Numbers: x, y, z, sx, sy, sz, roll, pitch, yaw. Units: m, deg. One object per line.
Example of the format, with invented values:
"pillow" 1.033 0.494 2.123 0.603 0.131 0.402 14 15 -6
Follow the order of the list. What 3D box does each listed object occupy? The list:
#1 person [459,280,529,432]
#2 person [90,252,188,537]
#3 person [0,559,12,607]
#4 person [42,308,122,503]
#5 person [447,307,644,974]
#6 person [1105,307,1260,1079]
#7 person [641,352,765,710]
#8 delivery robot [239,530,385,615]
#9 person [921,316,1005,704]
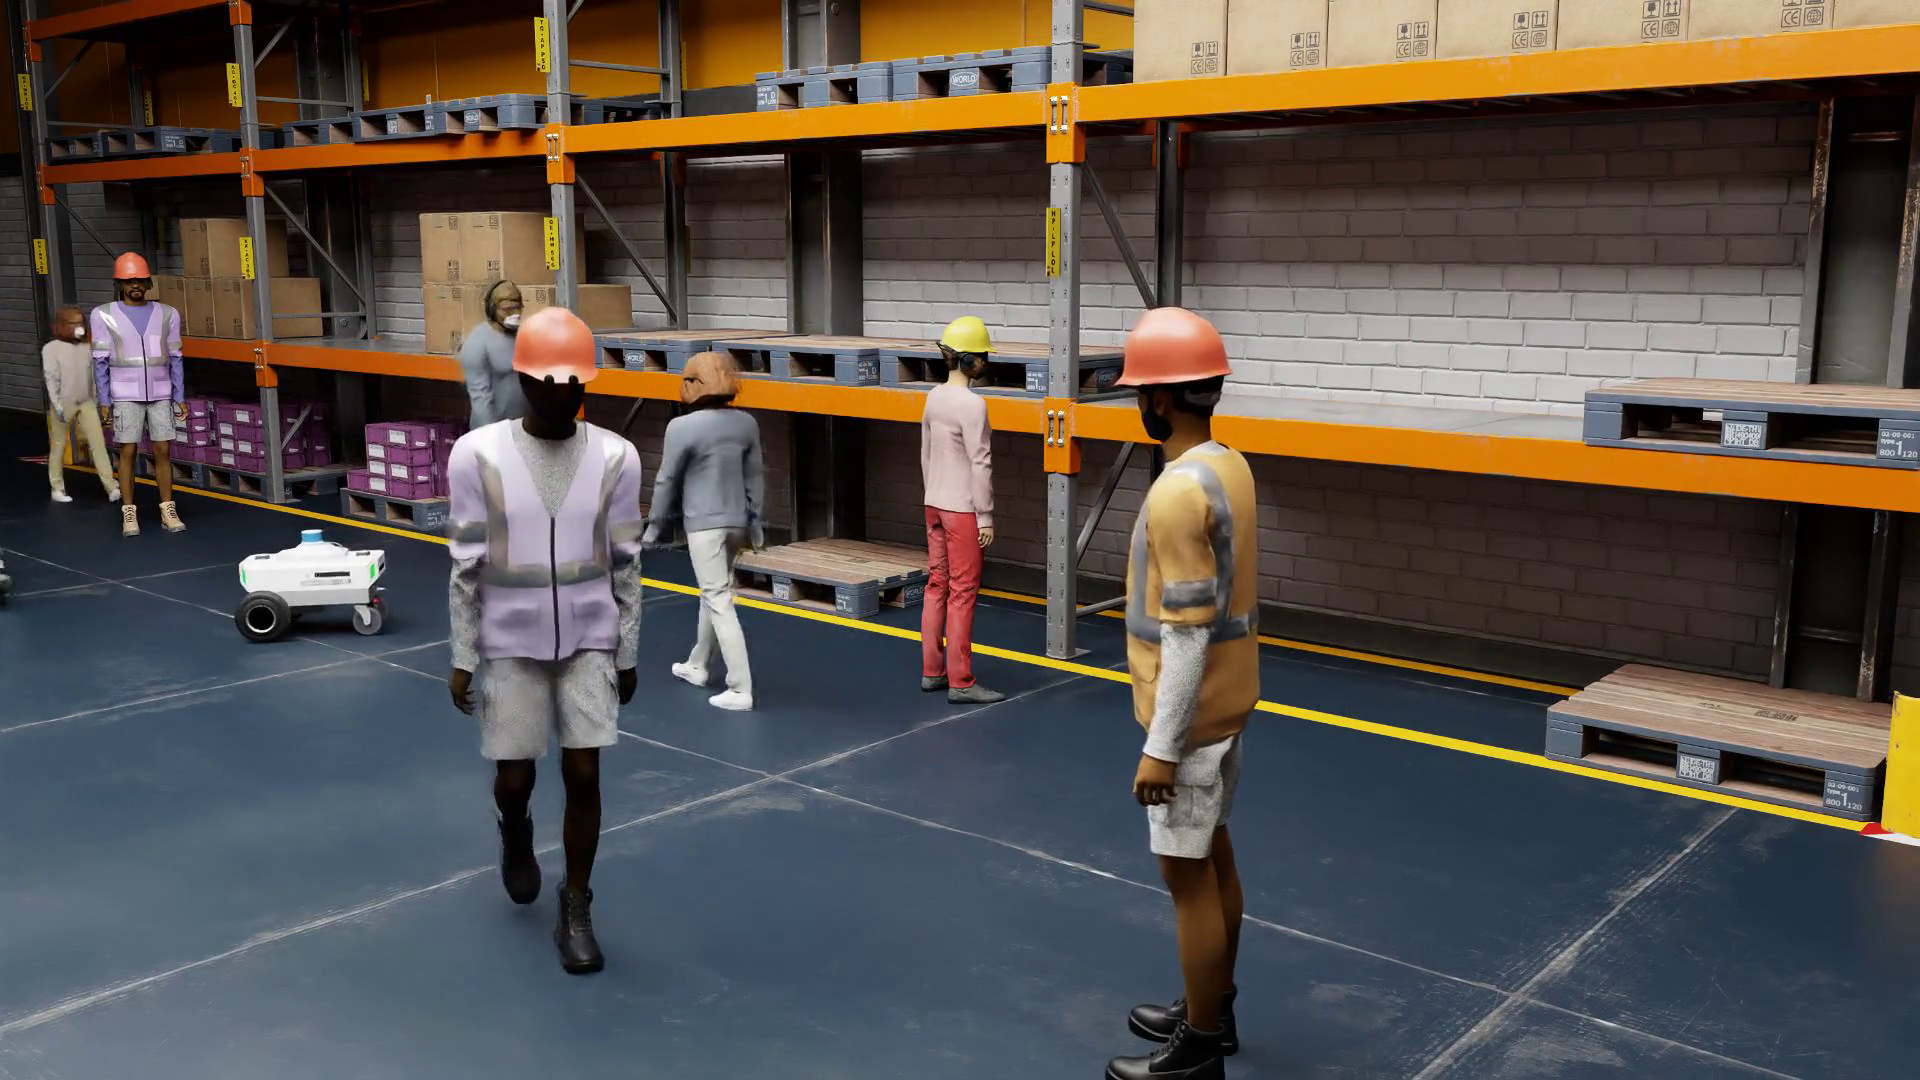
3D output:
"person" -2.668 -0.608 9.996 0.999 1.879 0.648 5 11 26
"person" -5.921 -1.050 12.054 0.610 2.043 0.375 -8 13 -39
"person" -5.854 -0.481 9.522 0.858 1.805 0.600 6 12 32
"person" -7.156 -1.074 13.477 0.841 1.588 0.509 6 12 30
"person" -1.206 0.280 4.838 0.572 1.915 0.630 -4 11 -22
"person" 0.534 0.407 4.067 0.376 1.934 0.547 4 11 21
"person" -1.188 -0.051 7.623 0.794 1.601 0.514 8 13 39
"delivery robot" -3.478 0.188 8.965 0.707 0.478 0.477 -2 10 -10
"person" 0.013 -0.137 7.642 0.328 1.767 0.532 -5 11 -28
